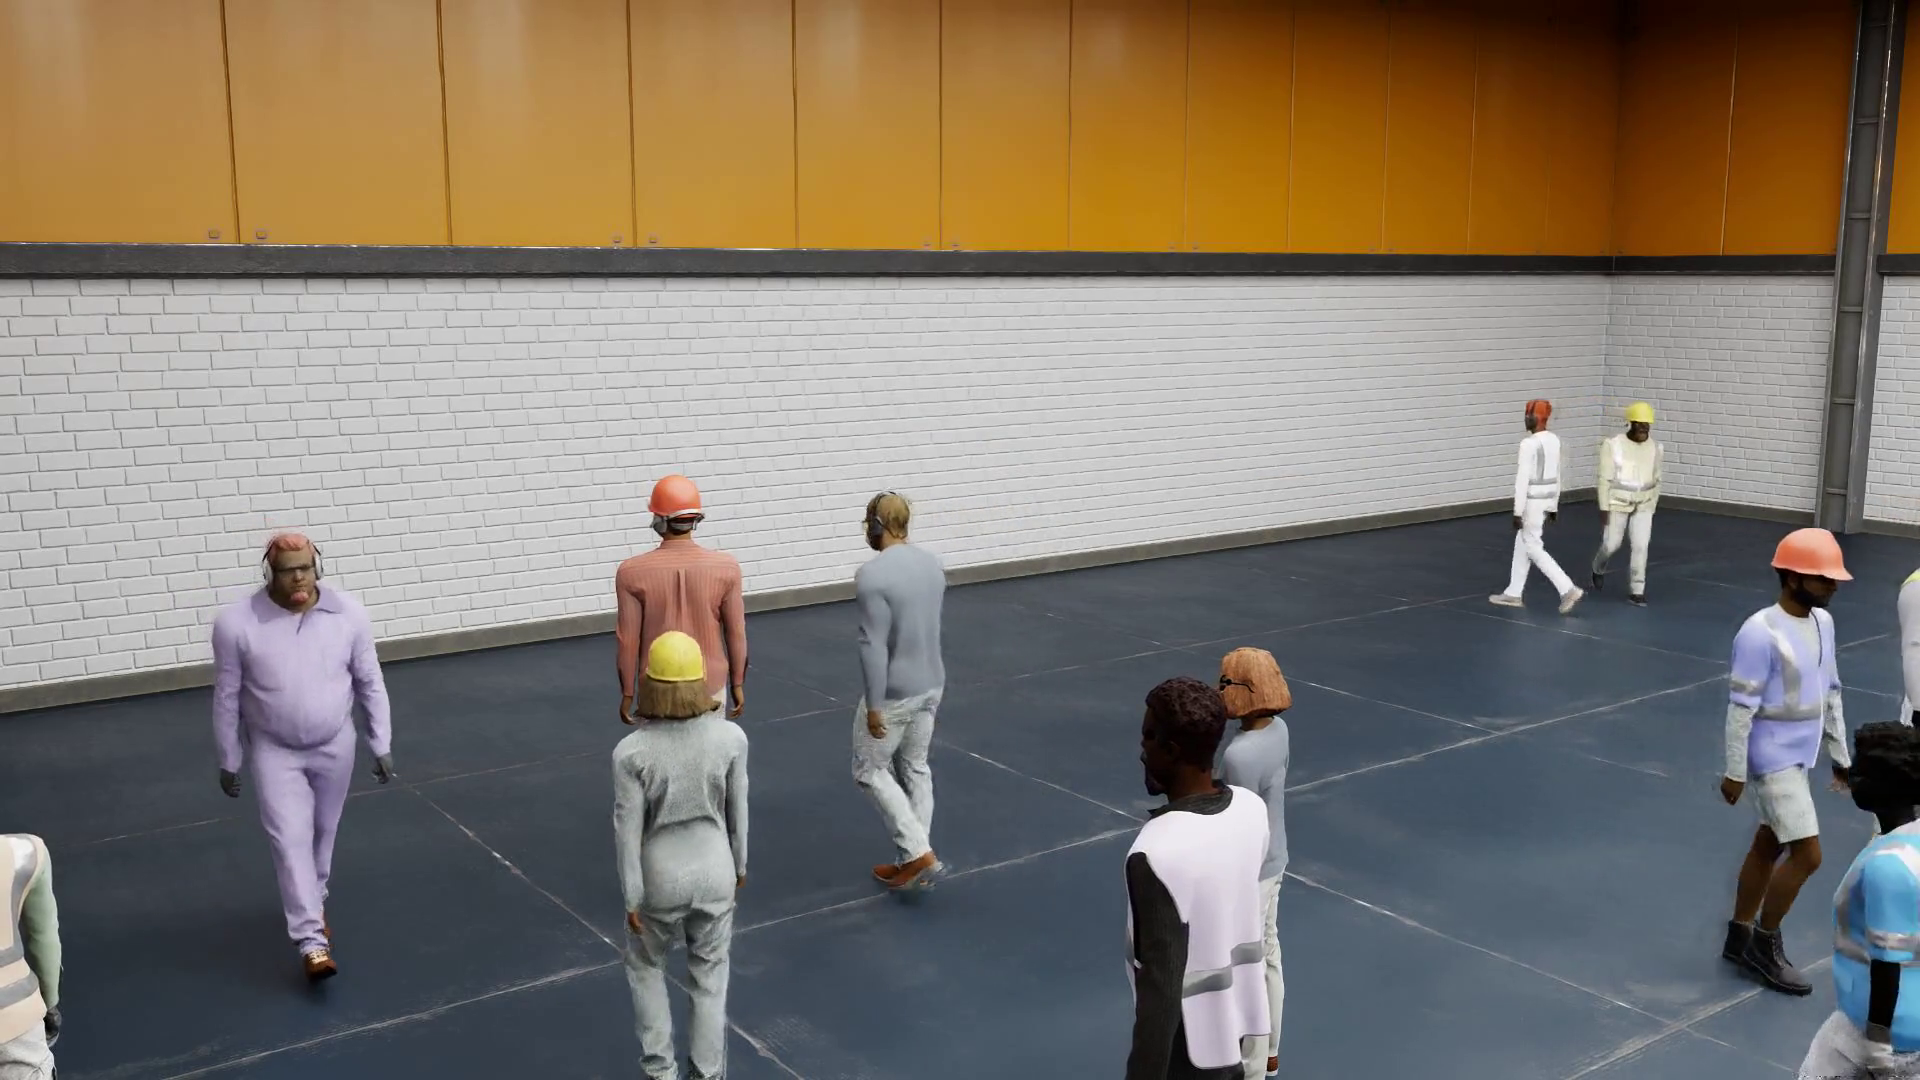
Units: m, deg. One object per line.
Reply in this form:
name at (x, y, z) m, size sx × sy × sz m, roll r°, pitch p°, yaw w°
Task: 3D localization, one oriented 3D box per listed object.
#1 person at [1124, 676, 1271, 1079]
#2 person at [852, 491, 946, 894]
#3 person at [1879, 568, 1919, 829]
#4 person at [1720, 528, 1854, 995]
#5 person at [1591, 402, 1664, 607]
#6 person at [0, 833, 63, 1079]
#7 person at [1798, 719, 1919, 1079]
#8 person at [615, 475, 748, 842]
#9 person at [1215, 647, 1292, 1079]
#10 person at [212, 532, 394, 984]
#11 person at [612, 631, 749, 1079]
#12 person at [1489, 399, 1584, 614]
person at (0.606, 1.301, 4.338) m, size 0.375 × 1.917 × 0.598 m, roll 6°, pitch 11°, yaw 33°
person at (-0.277, 0.730, 7.878) m, size 0.485 × 1.912 × 0.654 m, roll 6°, pitch 11°, yaw 35°
person at (4.852, 0.765, 8.009) m, size 0.659 × 1.792 × 0.952 m, roll -2°, pitch 9°, yaw -12°
person at (3.441, 0.901, 6.826) m, size 0.549 × 1.916 × 0.584 m, roll -8°, pitch 12°, yaw -40°
person at (5.931, -0.344, 14.821) m, size 0.586 × 1.808 × 0.727 m, roll 0°, pitch 9°, yaw 1°
person at (-2.765, 1.390, 4.648) m, size 0.310 × 1.640 × 0.514 m, roll 7°, pitch 12°, yaw 38°
person at (2.626, 1.345, 4.789) m, size 0.413 × 1.680 × 0.528 m, roll 9°, pitch 13°, yaw 44°
person at (-1.319, 0.682, 7.909) m, size 0.622 × 1.996 × 0.370 m, roll -3°, pitch 10°, yaw -18°
person at (1.020, 1.185, 5.929) m, size 0.280 × 1.633 × 0.500 m, roll 4°, pitch 10°, yaw 25°
person at (-2.736, 0.895, 7.014) m, size 0.676 × 1.852 × 0.975 m, roll -7°, pitch 11°, yaw -35°
person at (-0.958, 1.167, 5.754) m, size 0.489 × 1.730 × 0.402 m, roll -4°, pitch 10°, yaw -21°
person at (5.025, -0.289, 14.357) m, size 0.584 × 1.858 × 0.860 m, roll -8°, pitch 12°, yaw -41°
